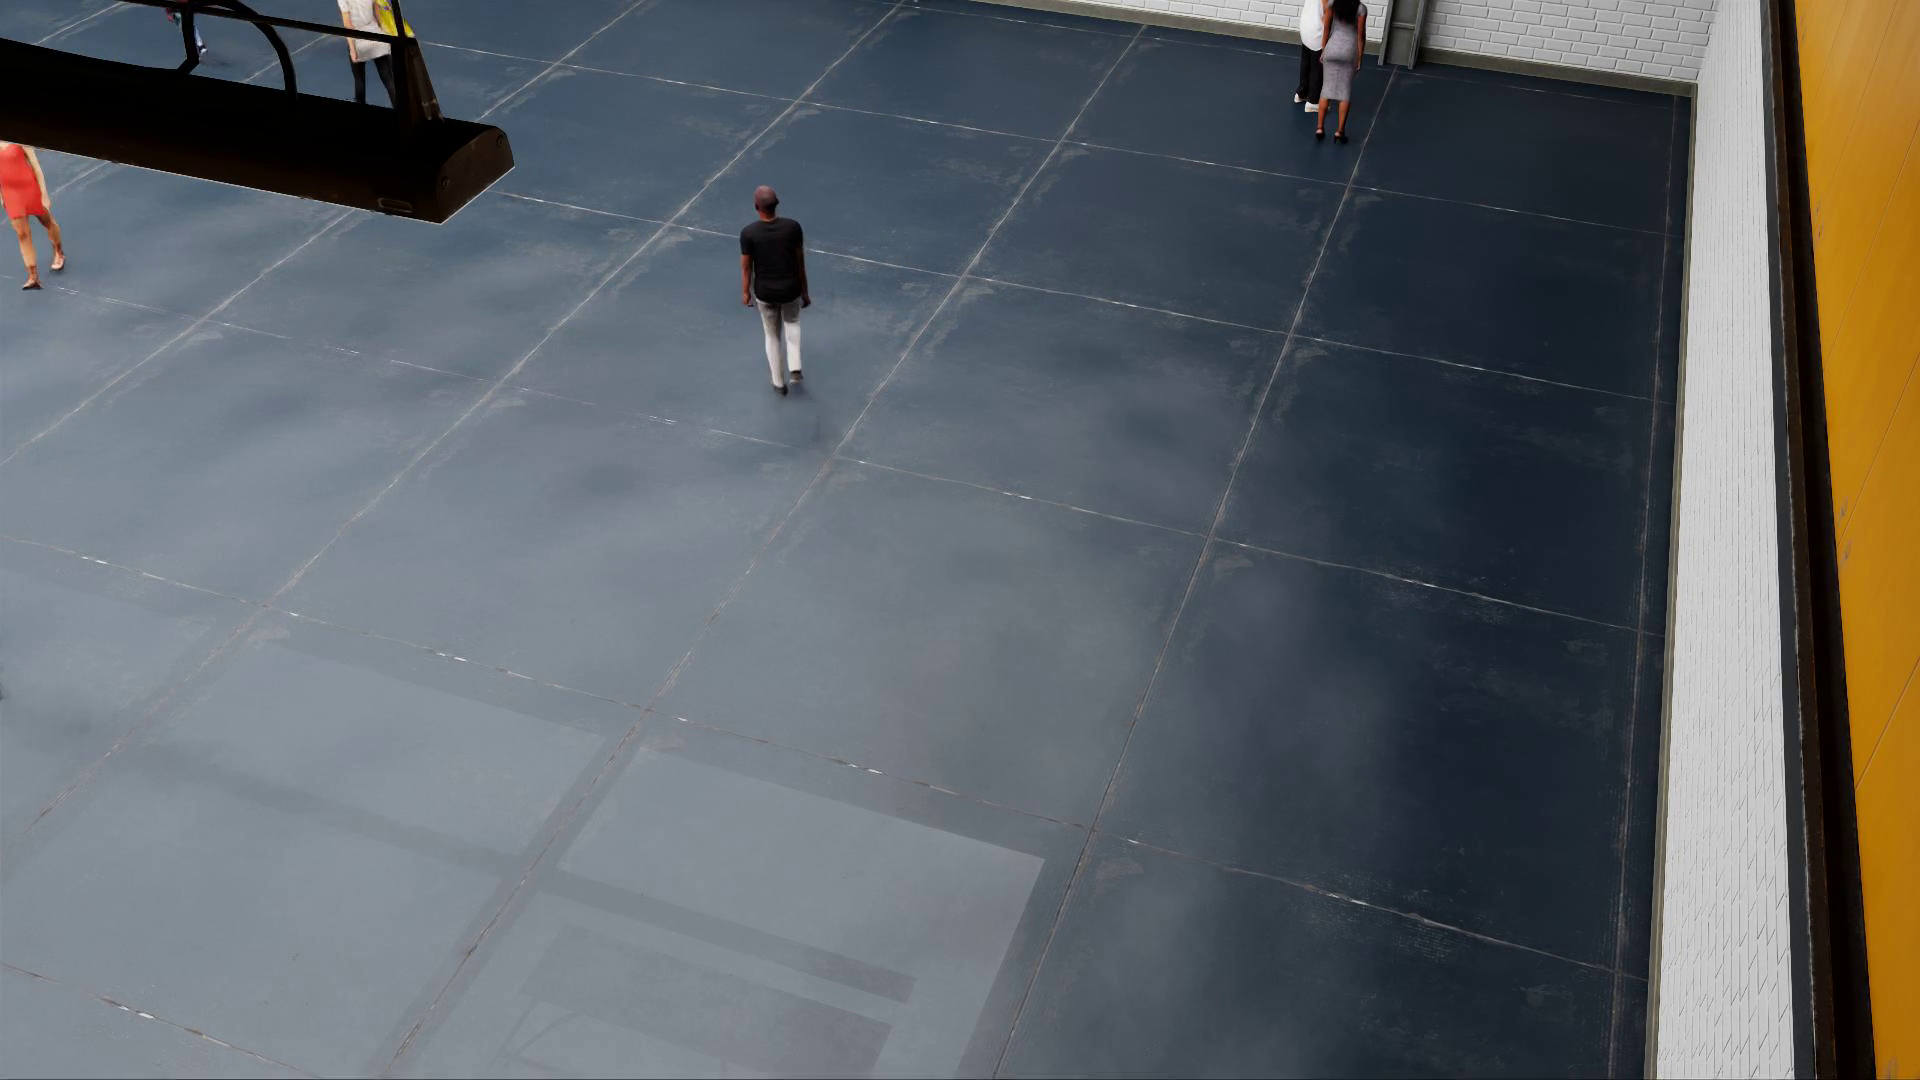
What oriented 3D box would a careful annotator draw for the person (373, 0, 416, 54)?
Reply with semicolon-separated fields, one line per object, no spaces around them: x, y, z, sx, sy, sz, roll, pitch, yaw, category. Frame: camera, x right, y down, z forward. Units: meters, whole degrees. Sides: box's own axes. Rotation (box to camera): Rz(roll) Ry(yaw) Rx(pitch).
-6.730;-6.261;18.688;1.343;1.606;0.842;18;42;21;person

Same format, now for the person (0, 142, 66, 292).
-8.230;-3.101;14.672;1.102;1.679;1.020;-7;39;-8;person

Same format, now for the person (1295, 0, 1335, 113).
3.791;-5.380;17.516;0.786;1.691;0.762;-8;39;-9;person

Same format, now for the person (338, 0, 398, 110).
-5.982;-5.011;16.978;1.199;1.786;0.921;29;47;31;person

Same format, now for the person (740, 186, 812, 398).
-1.421;-1.897;13.076;0.771;1.789;0.862;-9;39;-11;person

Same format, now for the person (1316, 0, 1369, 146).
3.849;-4.874;16.811;0.515;1.781;0.677;18;42;22;person

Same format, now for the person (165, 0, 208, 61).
-8.680;-5.969;18.606;0.542;1.251;0.548;22;43;25;person
